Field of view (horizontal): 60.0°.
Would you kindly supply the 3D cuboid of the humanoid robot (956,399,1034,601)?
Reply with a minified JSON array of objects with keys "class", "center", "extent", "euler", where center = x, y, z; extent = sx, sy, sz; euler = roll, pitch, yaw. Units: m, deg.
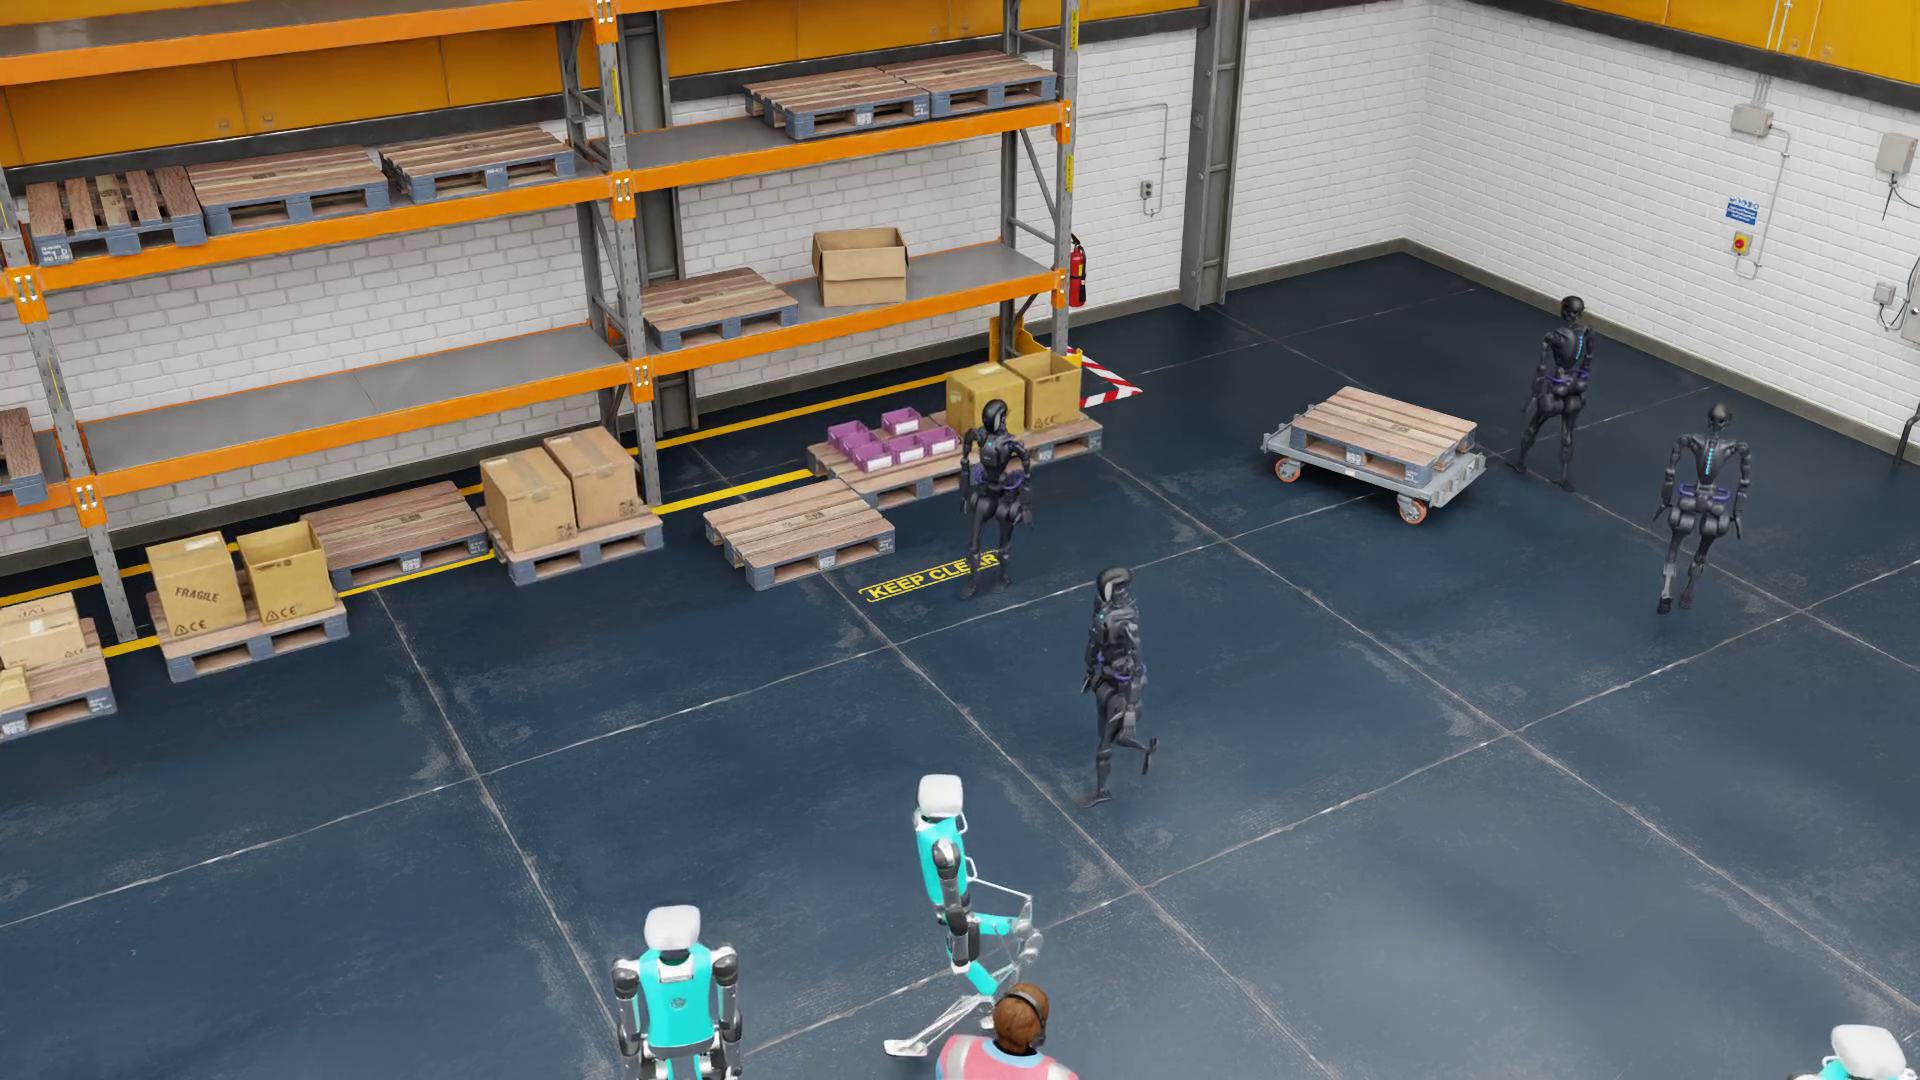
[{"class":"humanoid robot","center":[0.254,-0.293,12.075],"extent":[0.617,1.639,0.533],"euler":[14,32,23]}]

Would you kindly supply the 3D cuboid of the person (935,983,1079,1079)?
[{"class":"person","center":[0.210,2.563,6.854],"extent":[0.630,1.835,0.432],"euler":[11,31,19]}]

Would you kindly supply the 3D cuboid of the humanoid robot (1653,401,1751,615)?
[{"class":"humanoid robot","center":[5.302,-0.195,11.896],"extent":[0.608,1.632,0.565],"euler":[14,32,22]}]

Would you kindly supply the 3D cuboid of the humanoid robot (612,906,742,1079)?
[{"class":"humanoid robot","center":[-1.246,2.258,7.478],"extent":[0.543,1.787,0.708],"euler":[-6,30,-10]}]

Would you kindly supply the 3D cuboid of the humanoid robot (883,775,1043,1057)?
[{"class":"humanoid robot","center":[0.088,1.865,8.177],"extent":[1.001,1.738,0.553],"euler":[-6,30,-11]}]

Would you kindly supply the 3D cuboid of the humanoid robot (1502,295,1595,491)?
[{"class":"humanoid robot","center":[4.952,-1.254,13.789],"extent":[0.588,1.627,0.714],"euler":[-12,32,-20]}]

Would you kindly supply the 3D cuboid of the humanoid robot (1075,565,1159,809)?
[{"class":"humanoid robot","center":[1.001,0.866,10.036],"extent":[0.642,1.635,0.610],"euler":[-13,32,-21]}]

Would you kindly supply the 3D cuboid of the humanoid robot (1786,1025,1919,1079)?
[{"class":"humanoid robot","center":[3.418,2.498,7.107],"extent":[0.556,1.766,0.987],"euler":[-4,30,-6]}]
